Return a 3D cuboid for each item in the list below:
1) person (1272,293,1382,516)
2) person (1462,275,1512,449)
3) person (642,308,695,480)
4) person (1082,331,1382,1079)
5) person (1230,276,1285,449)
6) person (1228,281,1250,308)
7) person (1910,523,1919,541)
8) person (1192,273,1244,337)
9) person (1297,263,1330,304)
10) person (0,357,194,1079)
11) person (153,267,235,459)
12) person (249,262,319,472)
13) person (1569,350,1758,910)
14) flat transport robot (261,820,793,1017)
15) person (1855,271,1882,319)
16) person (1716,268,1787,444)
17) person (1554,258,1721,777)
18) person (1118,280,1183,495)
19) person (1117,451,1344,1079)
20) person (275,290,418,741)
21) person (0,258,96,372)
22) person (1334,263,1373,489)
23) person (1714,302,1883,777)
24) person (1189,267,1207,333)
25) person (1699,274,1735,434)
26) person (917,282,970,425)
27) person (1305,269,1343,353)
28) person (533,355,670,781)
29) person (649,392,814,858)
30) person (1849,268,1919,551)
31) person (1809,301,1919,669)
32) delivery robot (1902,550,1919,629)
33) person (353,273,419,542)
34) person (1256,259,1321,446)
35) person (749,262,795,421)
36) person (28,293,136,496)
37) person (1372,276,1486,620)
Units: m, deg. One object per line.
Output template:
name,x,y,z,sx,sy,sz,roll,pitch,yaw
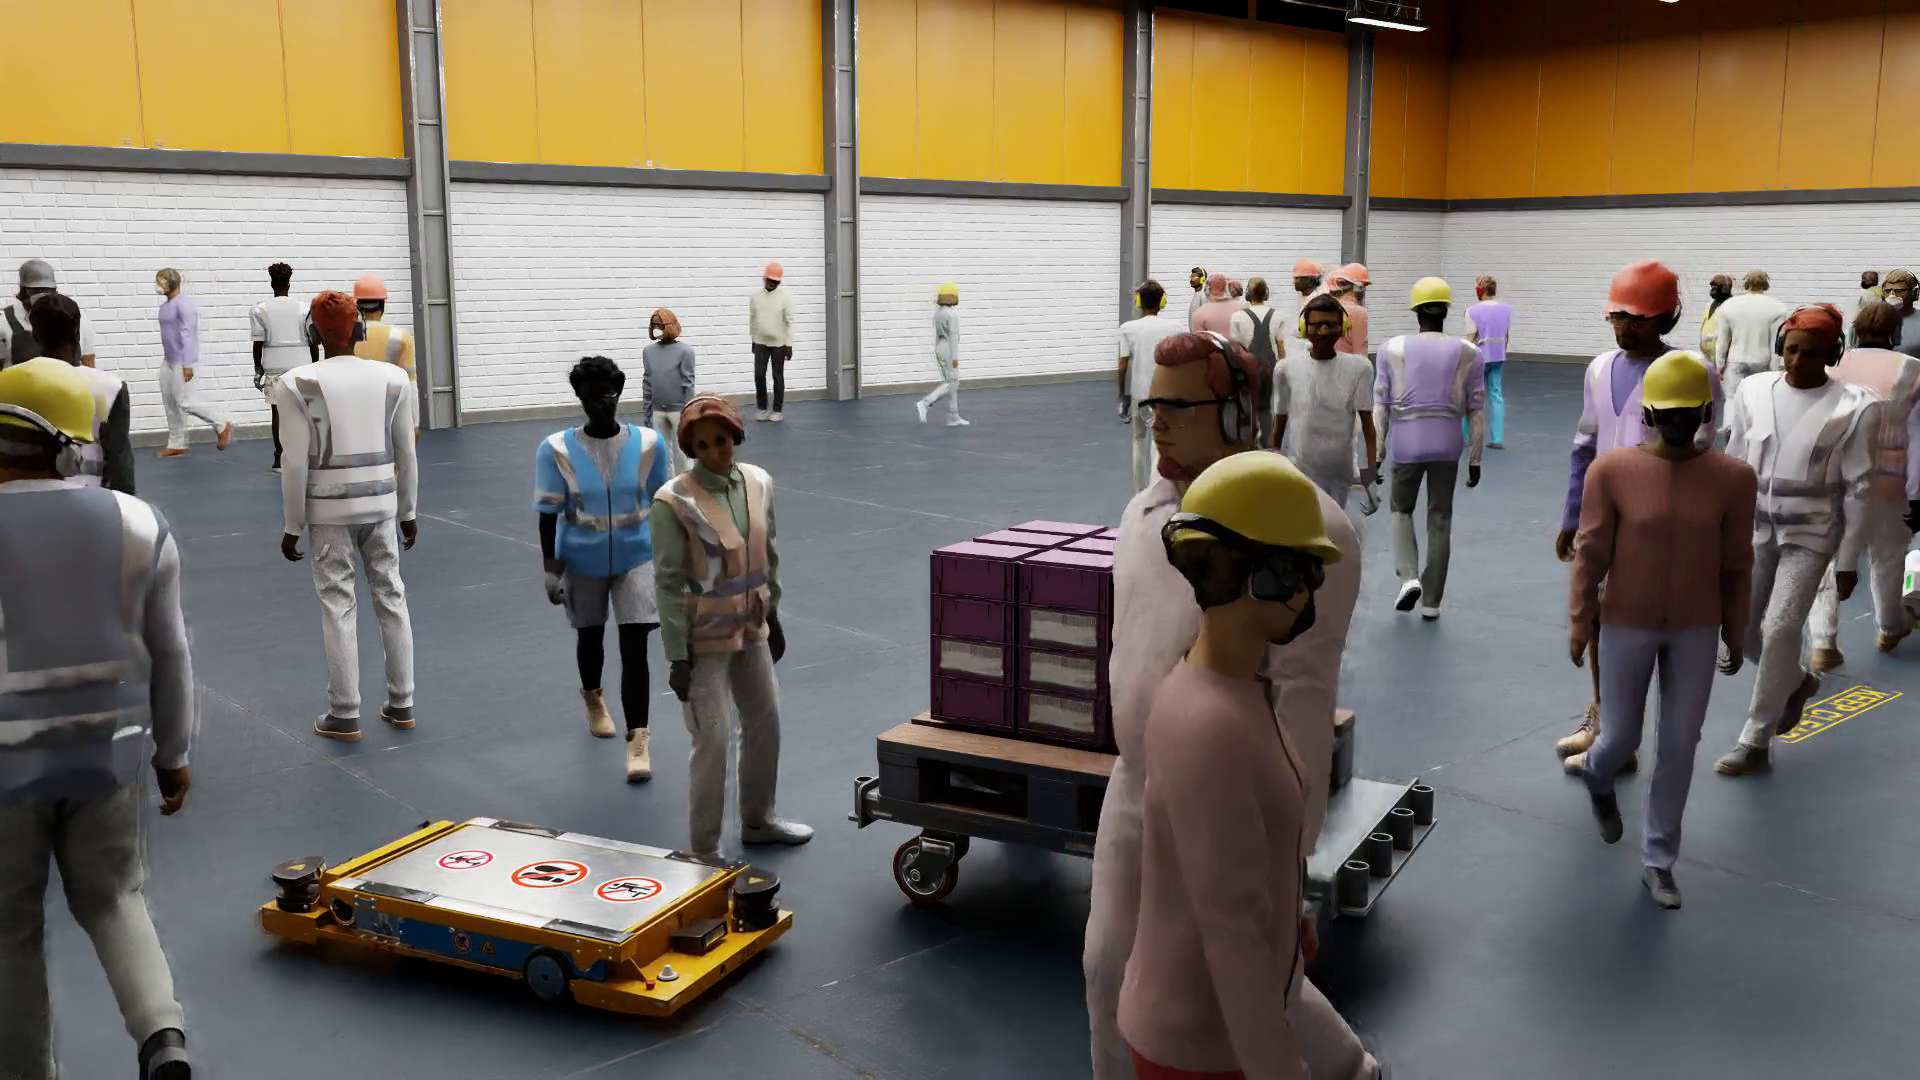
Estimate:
person,1.812,-0.284,8.227,0.514,1.835,0.846,0,10,2
person,5.515,-1.871,17.540,0.571,1.844,0.485,-3,10,-18
person,-2.266,-0.992,12.968,0.494,1.624,0.286,5,11,27
person,0.543,0.515,3.417,0.825,1.882,0.652,-7,12,-37
person,2.734,-1.515,15.417,0.502,1.832,0.402,-1,10,-7
person,4.171,-3.104,25.286,0.307,1.641,0.514,-10,14,-44
person,6.025,-0.541,10.206,0.538,1.677,0.703,-5,11,-28
person,2.526,-1.657,16.178,0.634,1.867,0.942,-4,10,-22
person,5.538,-3.376,26.088,0.613,1.901,0.778,4,11,23
person,-2.002,0.501,3.703,0.597,1.802,0.614,8,13,41
person,-7.763,-1.774,16.692,0.638,1.918,0.677,9,13,42
person,-6.319,-1.615,15.614,0.603,1.966,0.367,-5,11,-26
person,2.217,0.257,5.309,0.542,1.737,0.553,1,10,8
flat transport robot,-1.276,1.063,4.891,1.431,0.197,0.652,4,11,24
person,13.728,-3.175,25.265,0.627,1.787,0.994,-7,12,-34
person,7.886,-1.760,16.644,0.627,1.918,0.767,6,11,31
person,2.580,-0.066,6.414,0.450,2.002,0.657,-4,10,-20
person,1.524,-1.108,13.081,0.537,1.822,0.943,2,10,11
person,0.398,0.737,2.523,0.514,1.723,0.577,3,10,15
person,-2.556,-0.100,6.986,0.584,1.881,0.337,-9,13,-43
person,-6.388,-0.971,11.624,0.687,2.000,0.663,-8,13,-39
person,3.256,-1.395,14.307,0.730,1.965,0.626,-2,10,-10
person,3.269,-0.004,6.507,0.608,1.856,0.651,-6,11,-32
person,3.181,-2.724,22.371,0.321,1.876,0.532,-1,10,-9
person,8.506,-2.090,18.849,0.879,1.803,0.670,-1,10,-7
person,-0.196,-2.200,19.730,0.650,1.722,0.496,-4,11,-24
person,3.509,-1.564,15.501,0.549,1.907,0.850,4,10,22
person,-1.421,0.075,6.671,0.555,1.643,0.922,-3,10,-16
person,-0.739,0.318,5.341,0.336,1.607,0.642,6,11,32
person,6.332,-0.868,11.318,0.635,1.937,0.353,9,13,42
person,4.526,-0.284,8.308,0.660,1.791,0.951,9,13,43
delivery robot,5.165,0.213,8.763,0.477,0.478,0.707,6,11,30
person,-3.968,-0.847,11.289,0.551,1.915,0.832,-1,10,-6
person,3.548,-1.914,17.306,1.071,1.980,0.632,-1,10,-6
person,-2.287,-2.402,20.273,0.639,1.942,0.612,2,10,13
person,-3.823,-0.110,7.106,0.605,1.872,0.987,-2,10,-11
person,2.603,-0.504,9.273,0.617,1.904,0.427,2,10,10
